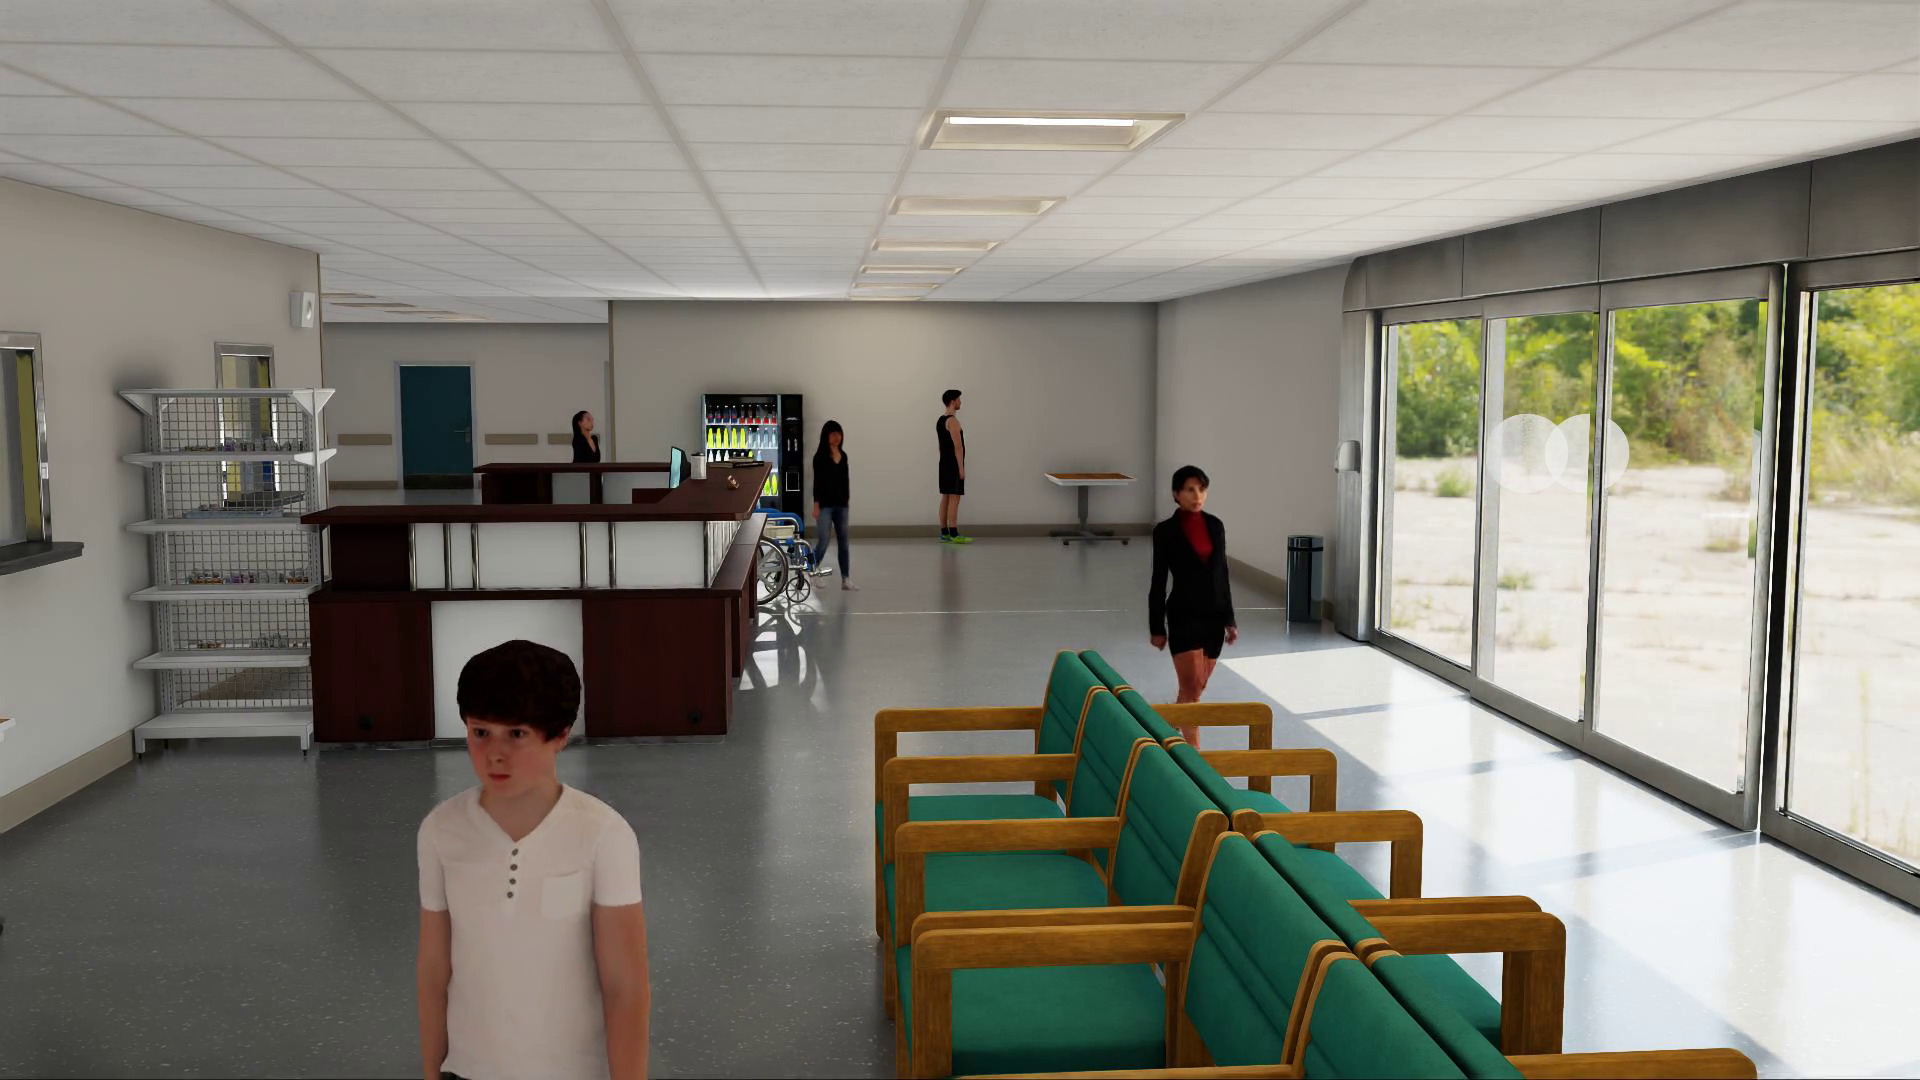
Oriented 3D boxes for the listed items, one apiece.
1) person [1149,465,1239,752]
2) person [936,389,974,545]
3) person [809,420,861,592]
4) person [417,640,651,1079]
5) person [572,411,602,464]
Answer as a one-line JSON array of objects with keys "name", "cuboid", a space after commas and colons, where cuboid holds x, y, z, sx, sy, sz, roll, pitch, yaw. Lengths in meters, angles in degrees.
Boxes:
[{"name": "person", "cuboid": [1.145, 0.455, 8.345, 1.013, 1.607, 0.800, -2, 6, -21]}, {"name": "person", "cuboid": [-0.104, -0.907, 20.464, 0.724, 1.892, 0.751, -3, 6, -26]}, {"name": "person", "cuboid": [-1.275, -0.327, 16.006, 0.949, 1.629, 0.936, -4, 7, -37]}, {"name": "person", "cuboid": [-0.724, 0.990, 2.961, 1.040, 1.620, 0.741, 0, 6, 2]}, {"name": "person", "cuboid": [-3.962, -0.519, 17.577, 0.659, 1.696, 0.668, 2, 6, 18]}]
